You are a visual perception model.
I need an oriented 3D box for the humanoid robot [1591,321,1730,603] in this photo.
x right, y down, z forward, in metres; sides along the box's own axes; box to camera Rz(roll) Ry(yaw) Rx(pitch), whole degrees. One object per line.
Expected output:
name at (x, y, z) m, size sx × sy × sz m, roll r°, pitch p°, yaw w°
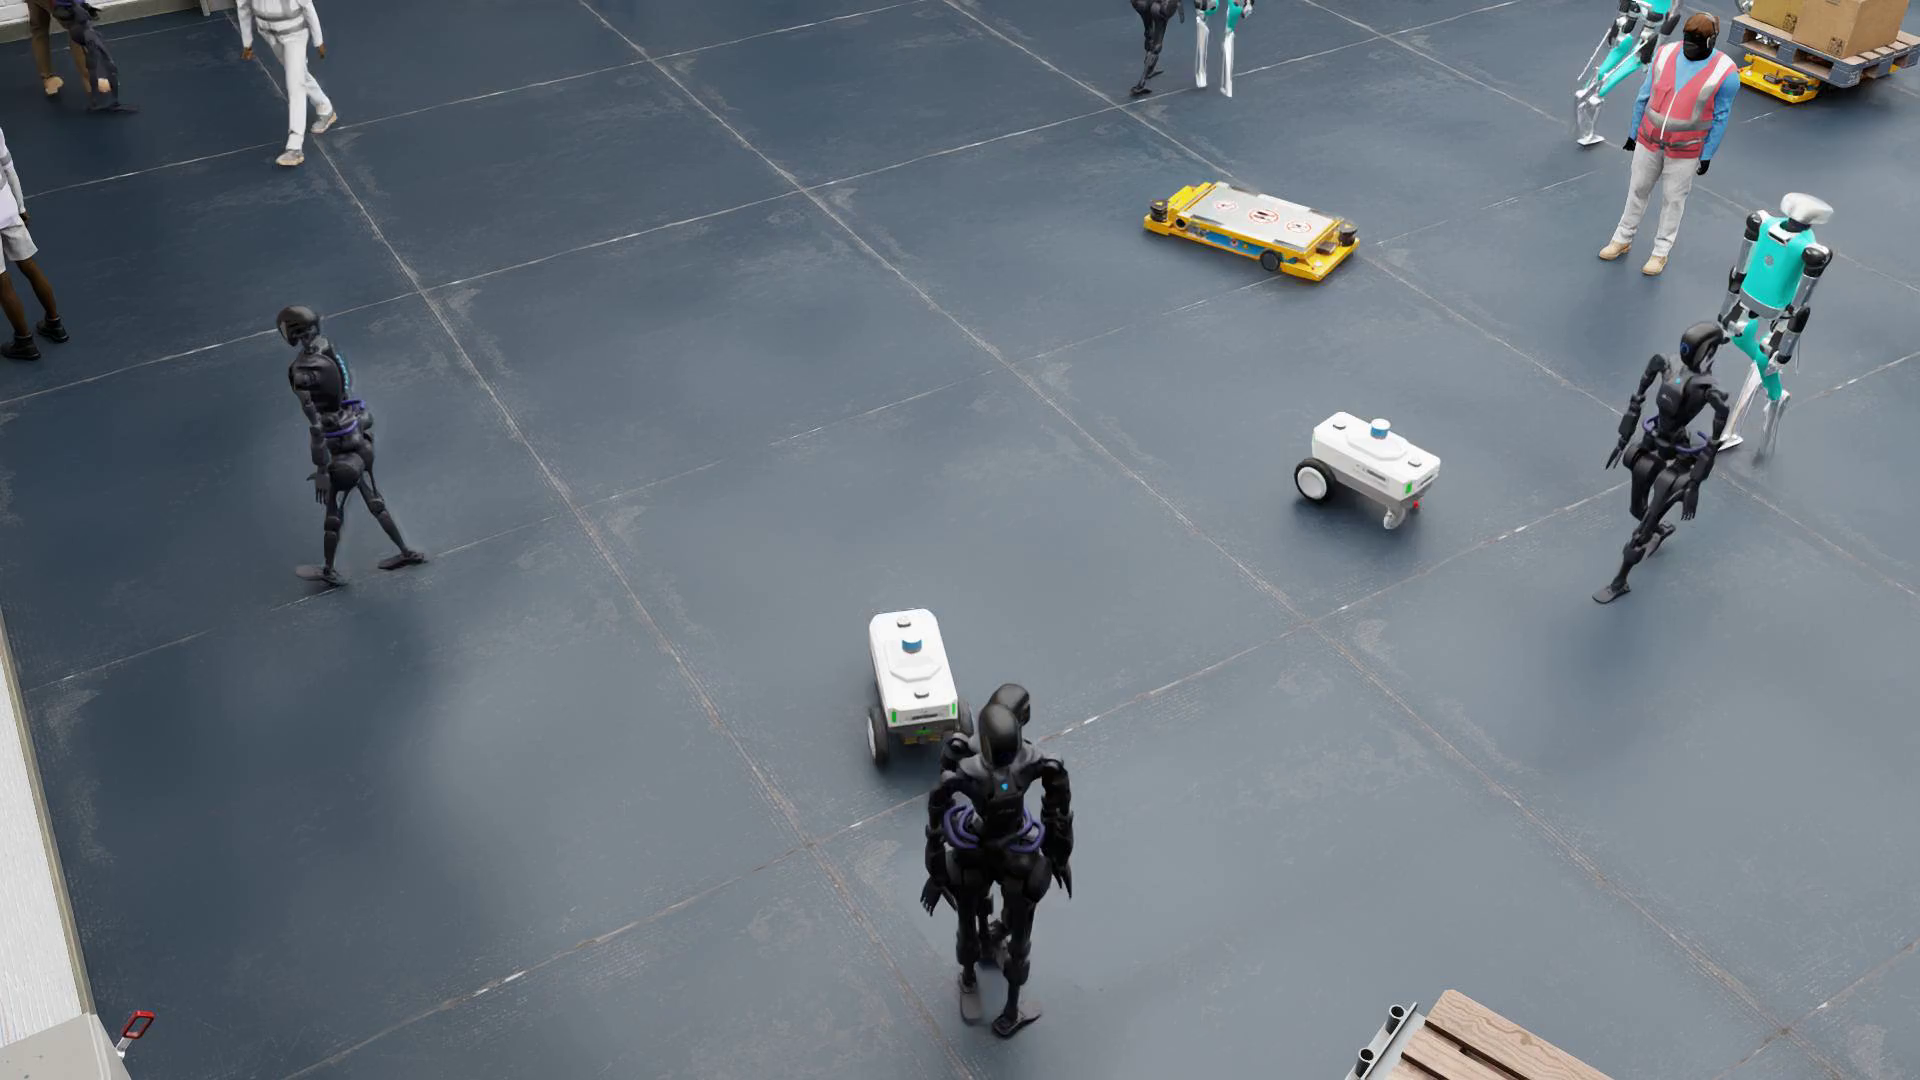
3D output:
humanoid robot at (3.743, -0.444, 8.752) m, size 0.740 × 1.641 × 0.584 m, roll -21°, pitch 43°, yaw -25°

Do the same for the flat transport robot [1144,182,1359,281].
flat transport robot at (2.132, -2.293, 12.185) m, size 1.431 × 0.231 × 0.659 m, roll 24°, pitch 44°, yaw 27°

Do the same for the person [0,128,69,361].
person at (-6.165, -2.046, 10.528) m, size 0.346 × 1.942 × 0.545 m, roll 17°, pitch 41°, yaw 20°

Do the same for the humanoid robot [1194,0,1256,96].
humanoid robot at (2.159, -4.581, 13.878) m, size 0.549 × 1.759 × 0.813 m, roll -4°, pitch 39°, yaw -5°

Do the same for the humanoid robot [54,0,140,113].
humanoid robot at (-7.165, -4.280, 13.563) m, size 0.377 × 1.658 × 0.599 m, roll -15°, pitch 41°, yaw -18°

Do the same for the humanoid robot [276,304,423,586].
humanoid robot at (-3.335, -0.509, 8.820) m, size 0.692 × 1.627 × 0.589 m, roll -2°, pitch 38°, yaw -3°

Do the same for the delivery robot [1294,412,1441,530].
delivery robot at (2.356, -0.433, 9.623) m, size 0.500 × 0.614 × 0.785 m, roll -31°, pitch 48°, yaw -33°

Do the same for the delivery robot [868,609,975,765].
delivery robot at (-0.228, 0.711, 8.173) m, size 0.499 × 0.606 × 0.794 m, roll -7°, pitch 39°, yaw -9°

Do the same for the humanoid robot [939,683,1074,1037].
humanoid robot at (0.165, 1.229, 6.618) m, size 0.601 × 1.645 × 0.586 m, roll 12°, pitch 40°, yaw 14°

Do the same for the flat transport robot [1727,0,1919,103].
flat transport robot at (7.484, -4.148, 14.525) m, size 1.431 × 0.231 × 0.659 m, roll -21°, pitch 43°, yaw -24°

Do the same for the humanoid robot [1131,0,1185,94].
humanoid robot at (1.657, -4.612, 13.993) m, size 0.614 × 1.637 × 0.589 m, roll -31°, pitch 48°, yaw -33°

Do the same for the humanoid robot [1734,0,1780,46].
humanoid robot at (7.123, -5.119, 14.467) m, size 0.735 × 1.671 × 0.533 m, roll -11°, pitch 40°, yaw -14°

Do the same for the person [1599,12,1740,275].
person at (4.896, -2.732, 11.473) m, size 0.635 × 1.841 × 0.429 m, roll 31°, pitch 48°, yaw 33°

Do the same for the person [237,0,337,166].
person at (-5.308, -3.935, 13.008) m, size 0.595 × 1.827 × 1.014 m, roll 10°, pitch 39°, yaw 12°

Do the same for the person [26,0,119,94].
person at (-7.596, -4.572, 13.874) m, size 0.587 × 1.727 × 0.633 m, roll -28°, pitch 46°, yaw -31°

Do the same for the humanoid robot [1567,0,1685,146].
humanoid robot at (5.152, -3.809, 12.966) m, size 0.769 × 1.826 × 0.573 m, roll -18°, pitch 42°, yaw -21°

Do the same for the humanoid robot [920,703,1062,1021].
humanoid robot at (0.102, 1.231, 6.629) m, size 0.586 × 1.664 × 0.422 m, roll -13°, pitch 40°, yaw -15°

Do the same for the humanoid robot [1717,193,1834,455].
humanoid robot at (4.781, -1.187, 9.699) m, size 0.739 × 1.899 × 0.554 m, roll -17°, pitch 41°, yaw -20°
